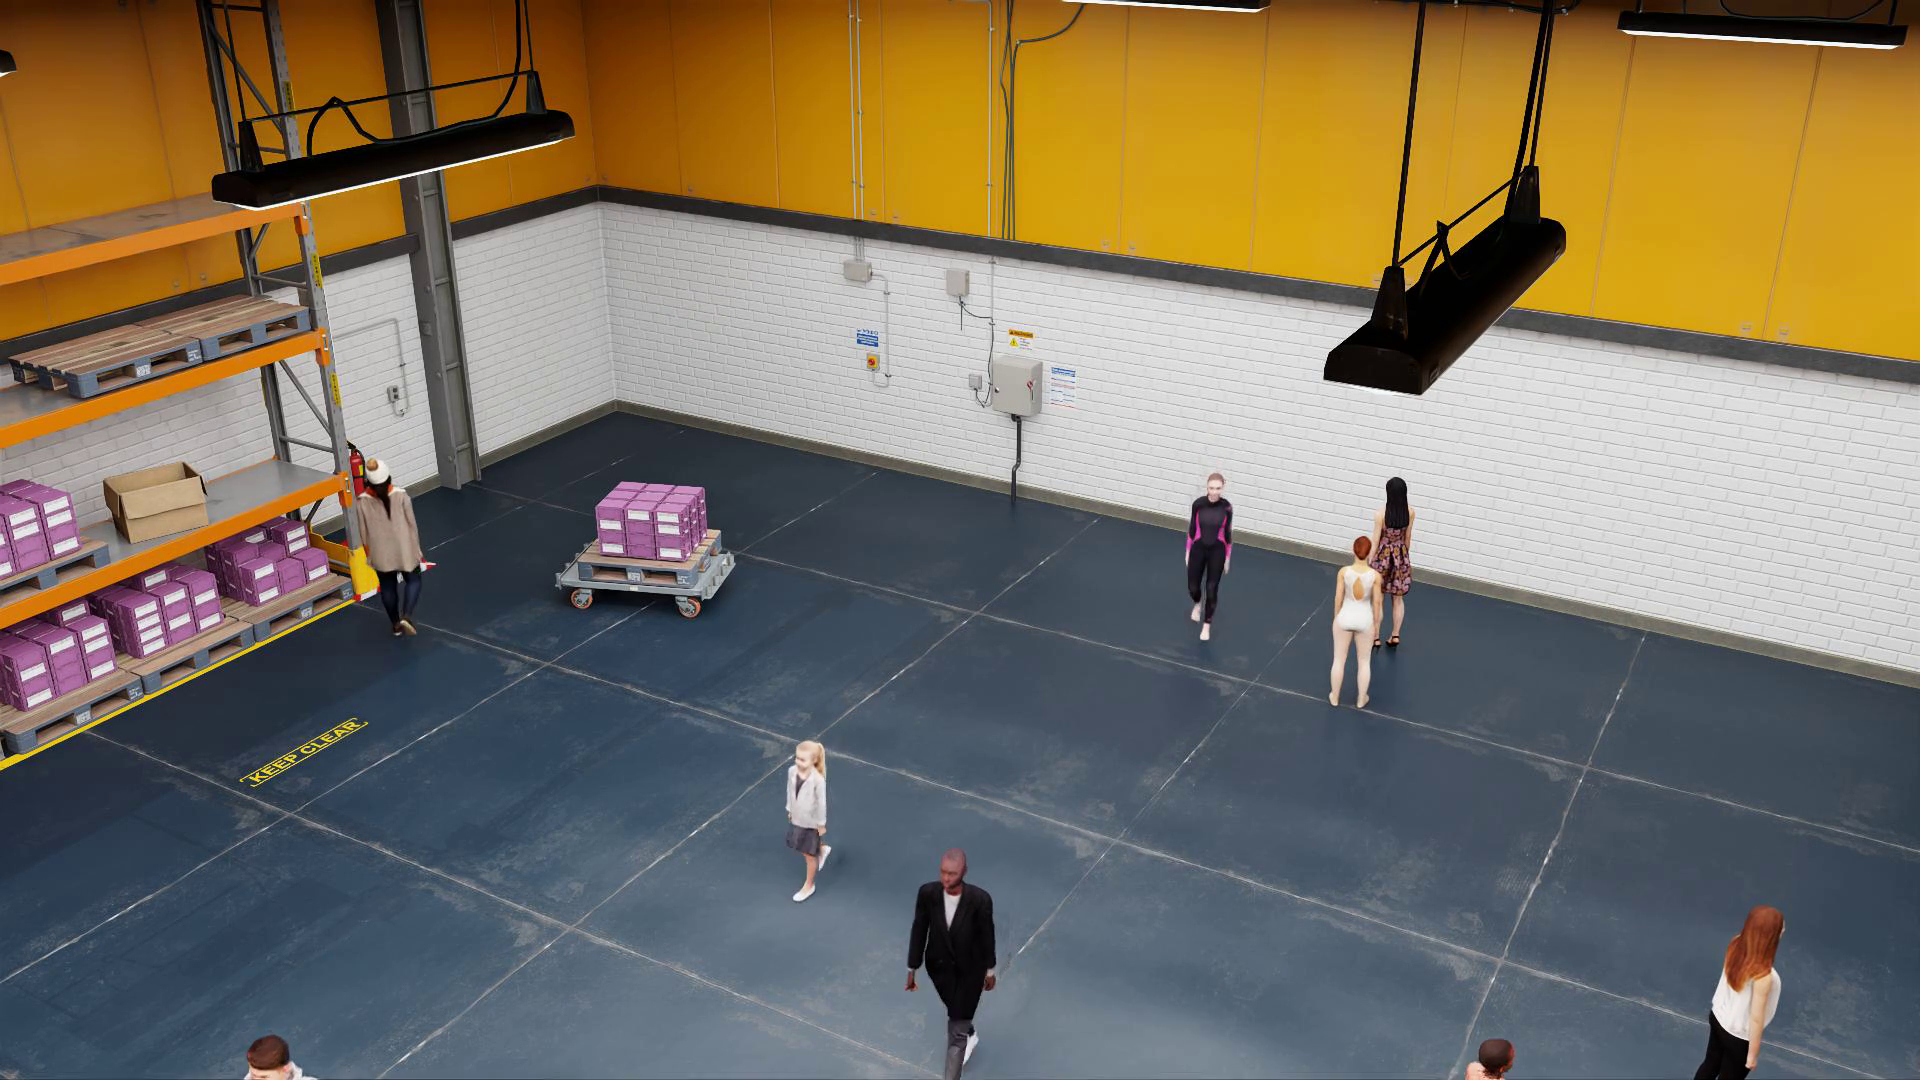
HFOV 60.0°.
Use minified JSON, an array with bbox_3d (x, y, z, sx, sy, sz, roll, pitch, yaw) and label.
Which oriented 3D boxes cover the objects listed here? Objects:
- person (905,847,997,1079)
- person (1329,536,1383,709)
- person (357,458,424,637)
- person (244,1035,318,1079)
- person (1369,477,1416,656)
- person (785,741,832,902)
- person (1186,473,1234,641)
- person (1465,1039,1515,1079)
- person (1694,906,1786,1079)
[{"bbox_3d":[0.005,2.634,10.373,0.784,1.717,1.173,9,25,20],"label":"person"},{"bbox_3d":[3.517,0.732,14.815,0.602,1.644,0.555,5,24,12],"label":"person"},{"bbox_3d":[-5.469,0.101,15.966,0.946,1.878,1.016,-3,24,-7],"label":"person"},{"bbox_3d":[-3.454,3.307,8.665,0.761,1.850,0.785,-3,24,-6],"label":"person"},{"bbox_3d":[4.076,0.238,15.783,0.812,1.772,0.874,-6,24,-14],"label":"person"},{"bbox_3d":[-1.099,2.031,12.314,0.570,1.267,0.734,18,29,35],"label":"person"},{"bbox_3d":[2.421,0.112,16.124,0.710,1.731,0.806,4,24,9],"label":"person"},{"bbox_3d":[2.852,3.338,9.306,0.952,1.281,0.780,-12,26,-25],"label":"person"},{"bbox_3d":[4.559,2.878,9.809,0.701,1.720,0.600,0,24,0],"label":"person"}]
